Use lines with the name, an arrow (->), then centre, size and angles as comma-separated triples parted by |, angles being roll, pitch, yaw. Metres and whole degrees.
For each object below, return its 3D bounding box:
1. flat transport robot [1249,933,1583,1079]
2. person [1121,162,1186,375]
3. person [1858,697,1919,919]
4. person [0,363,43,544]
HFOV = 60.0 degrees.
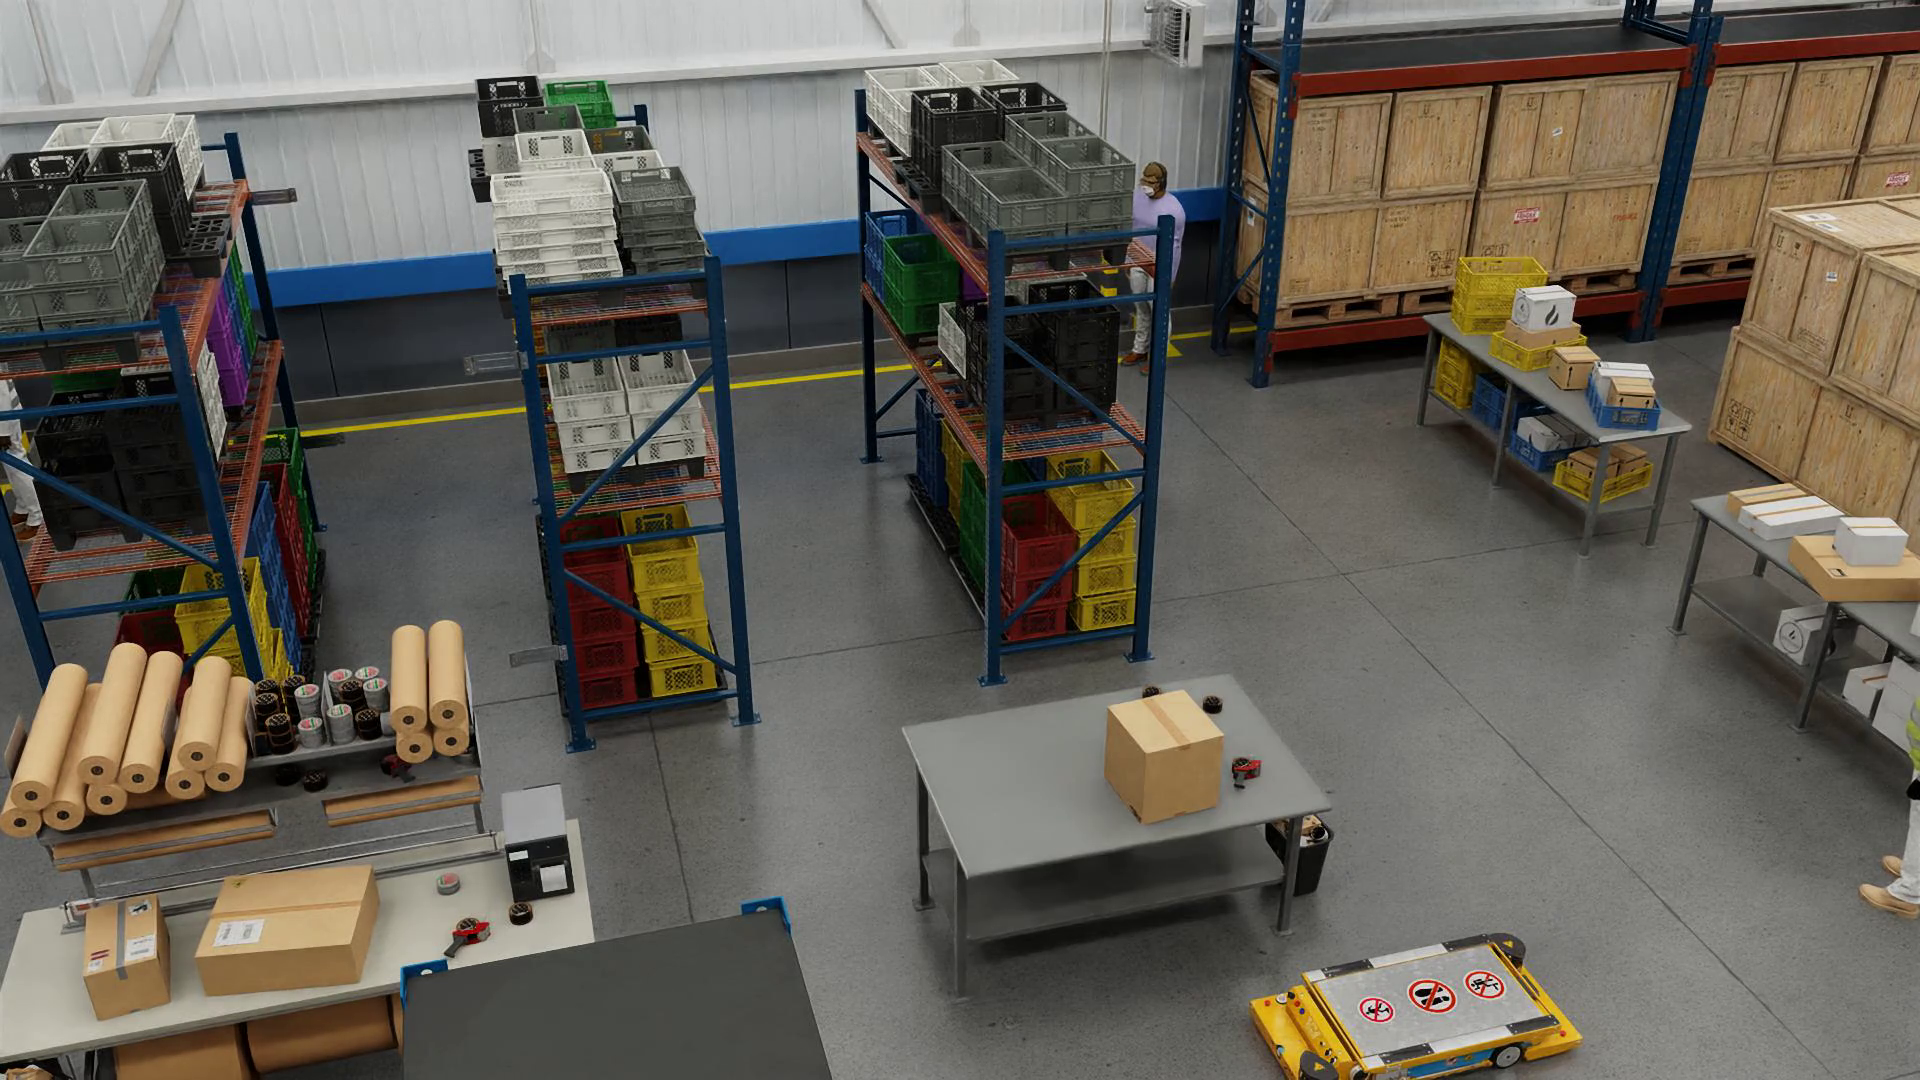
flat transport robot -> 2.184, 2.282, 7.980 | 1.431, 0.197, 0.652 | -8, 30, -14
person -> 1.718, -2.433, 14.853 | 0.374, 1.933, 0.625 | -20, 34, -32
person -> 5.043, 1.108, 8.497 | 0.621, 1.845, 0.429 | -23, 36, -35
person -> -7.003, -0.884, 12.080 | 0.355, 1.884, 0.576 | -22, 36, -35
